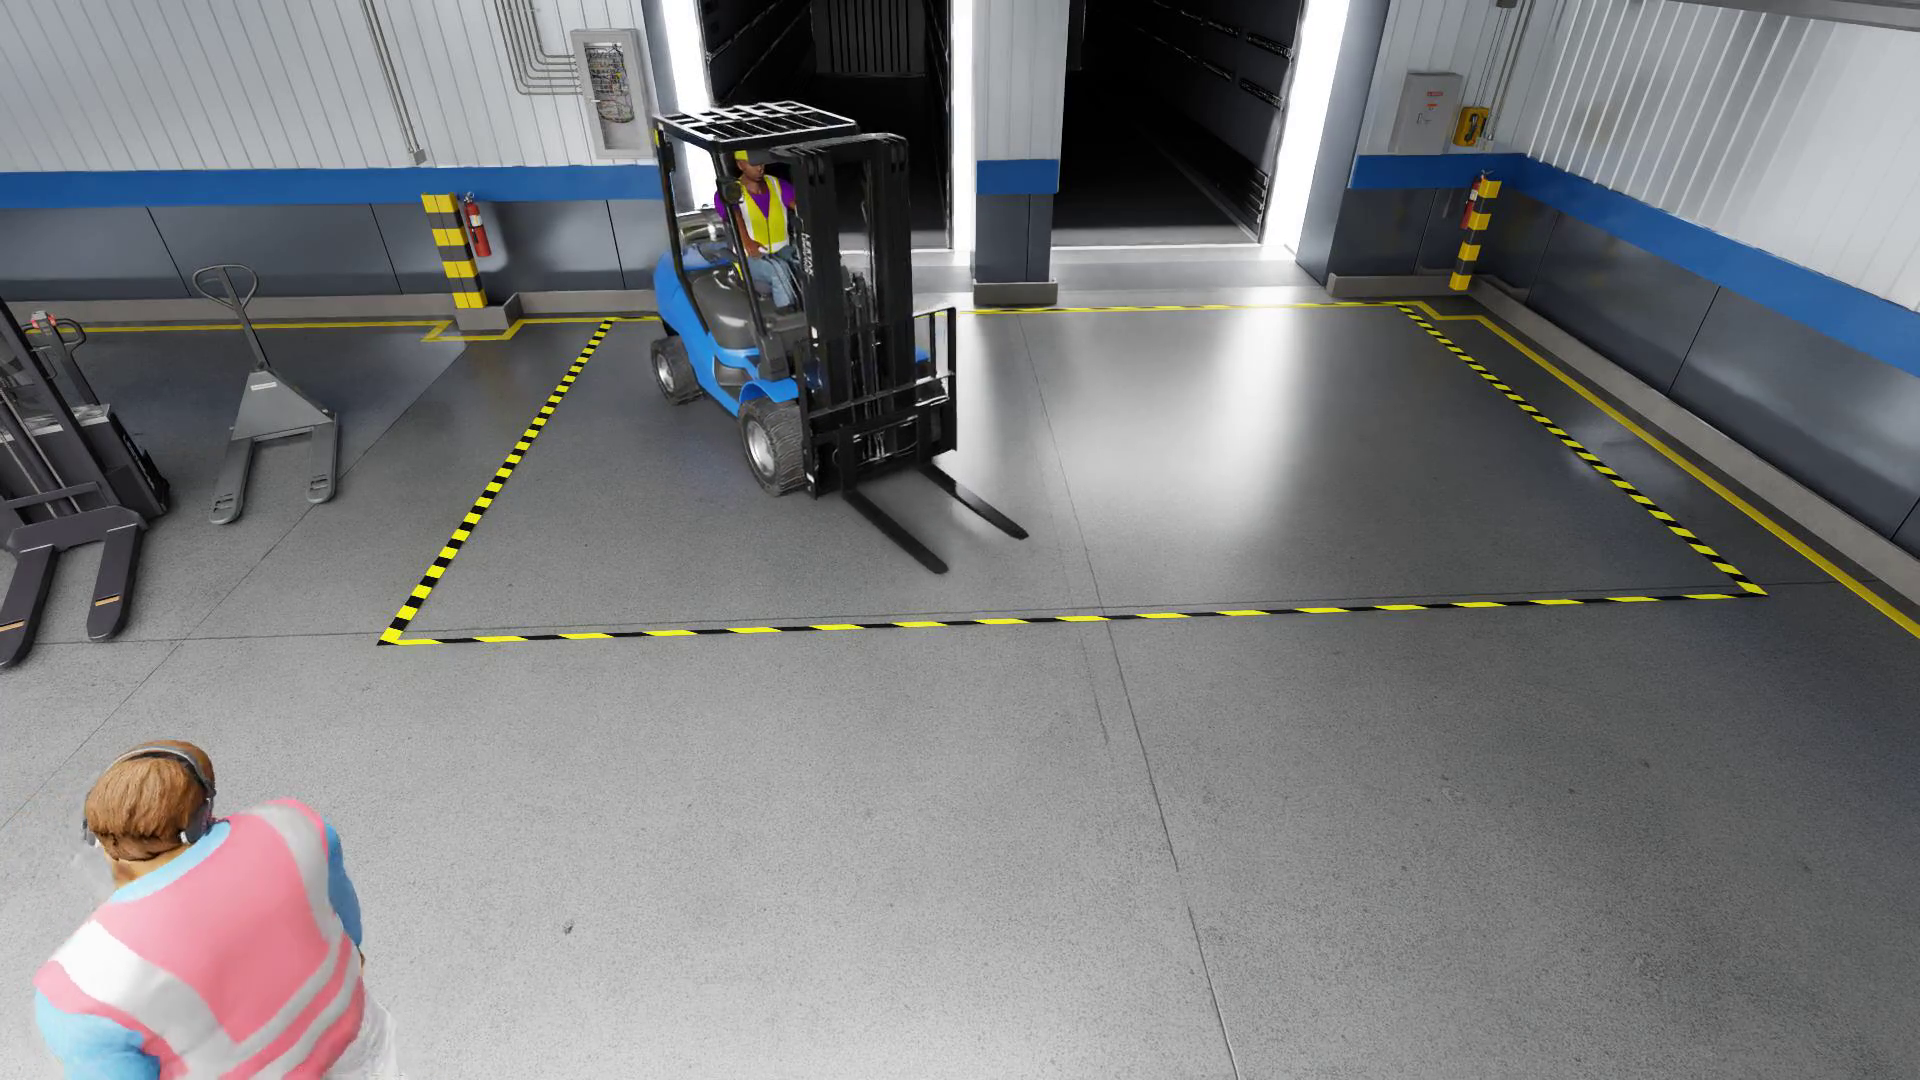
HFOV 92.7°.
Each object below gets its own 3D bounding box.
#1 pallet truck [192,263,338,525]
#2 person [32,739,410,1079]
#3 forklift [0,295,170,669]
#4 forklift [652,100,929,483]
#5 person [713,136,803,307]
[{"bbox_3d":[-4.778,-1.027,6.128,0.680,1.201,1.601,-17,38,-23],"label":"pallet truck"},{"bbox_3d":[-1.740,1.289,2.315,0.435,1.802,0.710,7,35,10],"label":"person"},{"bbox_3d":[-5.212,-0.618,4.878,0.823,1.965,1.885,-20,39,-26],"label":"forklift"},{"bbox_3d":[-1.251,-1.858,6.349,1.157,2.036,2.680,-22,41,-29],"label":"forklift"},{"bbox_3d":[-1.222,-1.982,6.199,0.635,1.293,1.004,-22,41,-29],"label":"person"}]
